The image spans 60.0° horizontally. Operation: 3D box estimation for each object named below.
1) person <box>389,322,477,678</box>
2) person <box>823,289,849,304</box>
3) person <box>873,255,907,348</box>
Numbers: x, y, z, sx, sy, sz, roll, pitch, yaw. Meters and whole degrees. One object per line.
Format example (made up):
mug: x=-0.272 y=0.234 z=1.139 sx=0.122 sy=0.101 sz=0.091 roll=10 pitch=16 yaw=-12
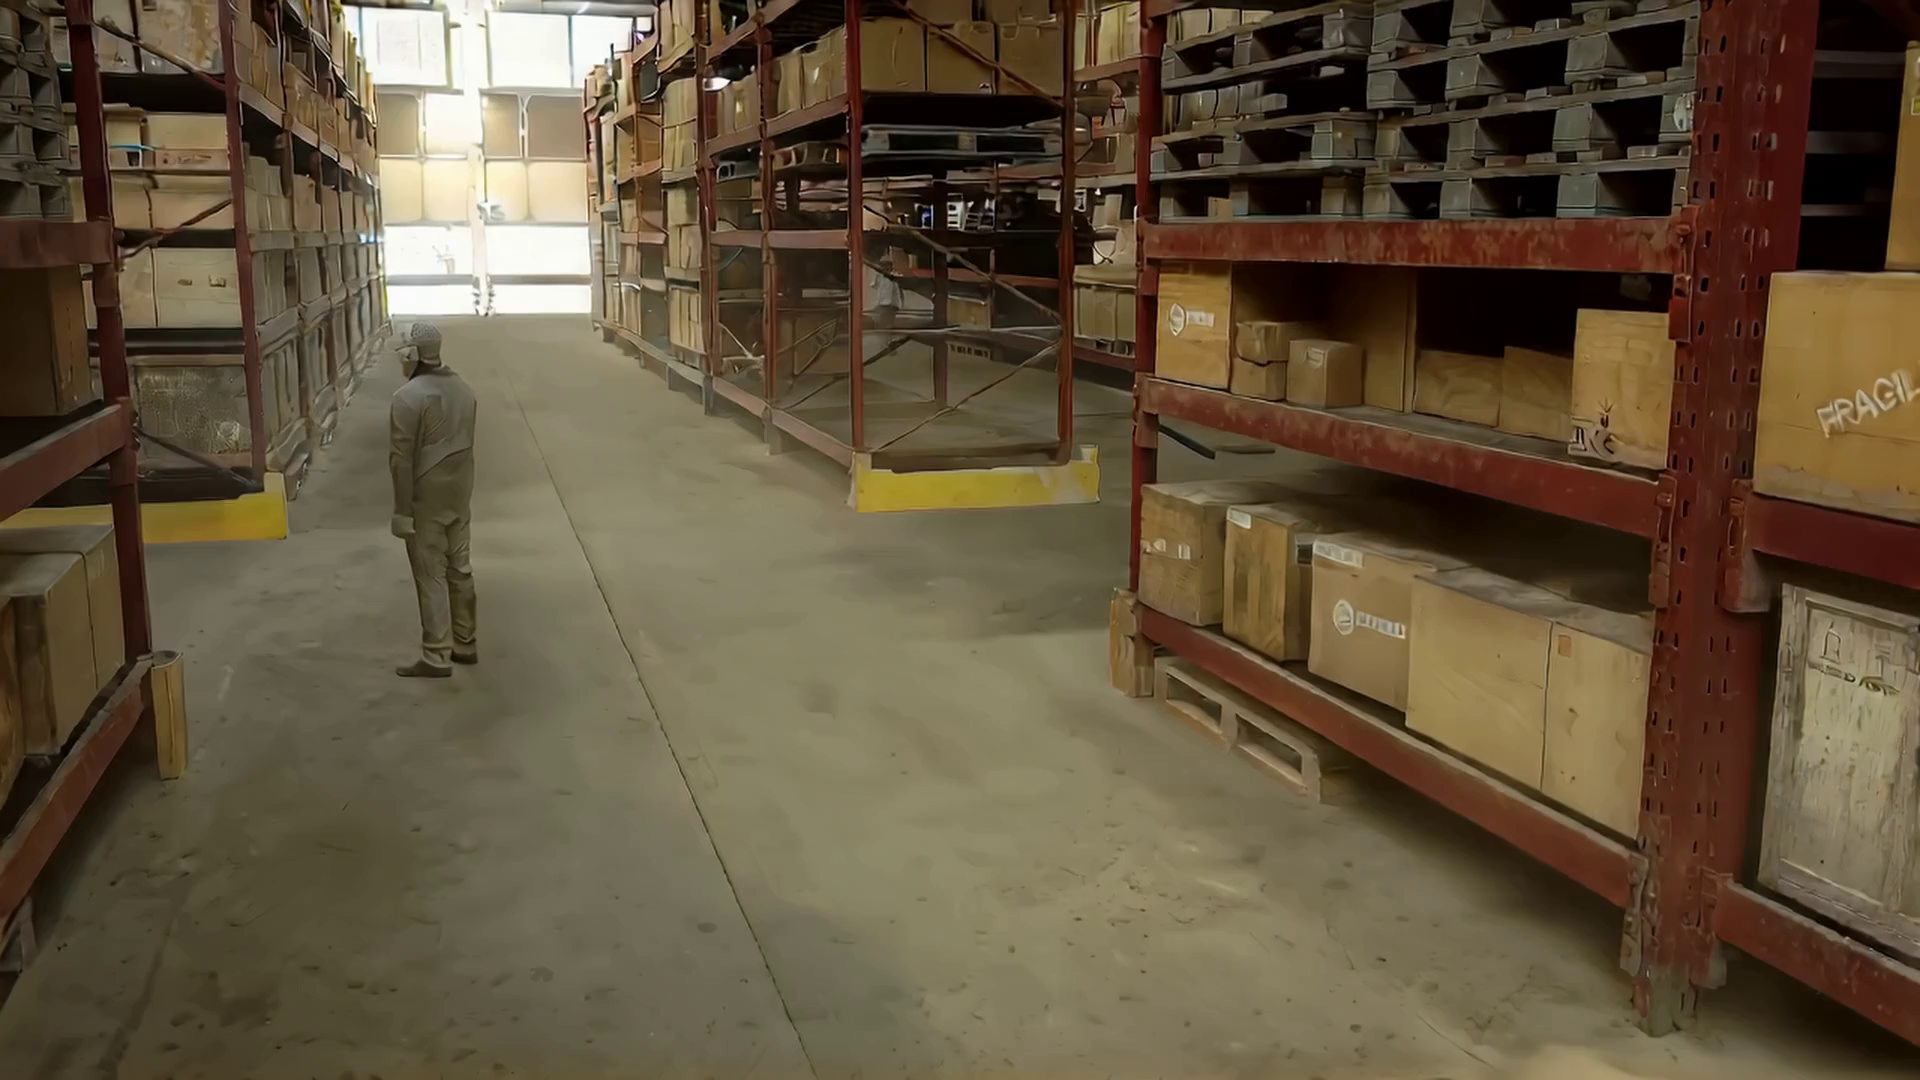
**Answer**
person: x=-2.850 y=-0.215 z=8.950 sx=0.400 sy=1.902 sz=0.641 roll=2 pitch=11 yaw=13
person: x=-2.615 y=-4.928 z=35.093 sx=0.604 sy=1.782 sz=0.936 roll=-8 pitch=13 yaw=-36
person: x=-1.428 y=-4.911 z=34.494 sx=0.630 sy=1.958 sz=0.802 roll=-5 pitch=11 yaw=-24
